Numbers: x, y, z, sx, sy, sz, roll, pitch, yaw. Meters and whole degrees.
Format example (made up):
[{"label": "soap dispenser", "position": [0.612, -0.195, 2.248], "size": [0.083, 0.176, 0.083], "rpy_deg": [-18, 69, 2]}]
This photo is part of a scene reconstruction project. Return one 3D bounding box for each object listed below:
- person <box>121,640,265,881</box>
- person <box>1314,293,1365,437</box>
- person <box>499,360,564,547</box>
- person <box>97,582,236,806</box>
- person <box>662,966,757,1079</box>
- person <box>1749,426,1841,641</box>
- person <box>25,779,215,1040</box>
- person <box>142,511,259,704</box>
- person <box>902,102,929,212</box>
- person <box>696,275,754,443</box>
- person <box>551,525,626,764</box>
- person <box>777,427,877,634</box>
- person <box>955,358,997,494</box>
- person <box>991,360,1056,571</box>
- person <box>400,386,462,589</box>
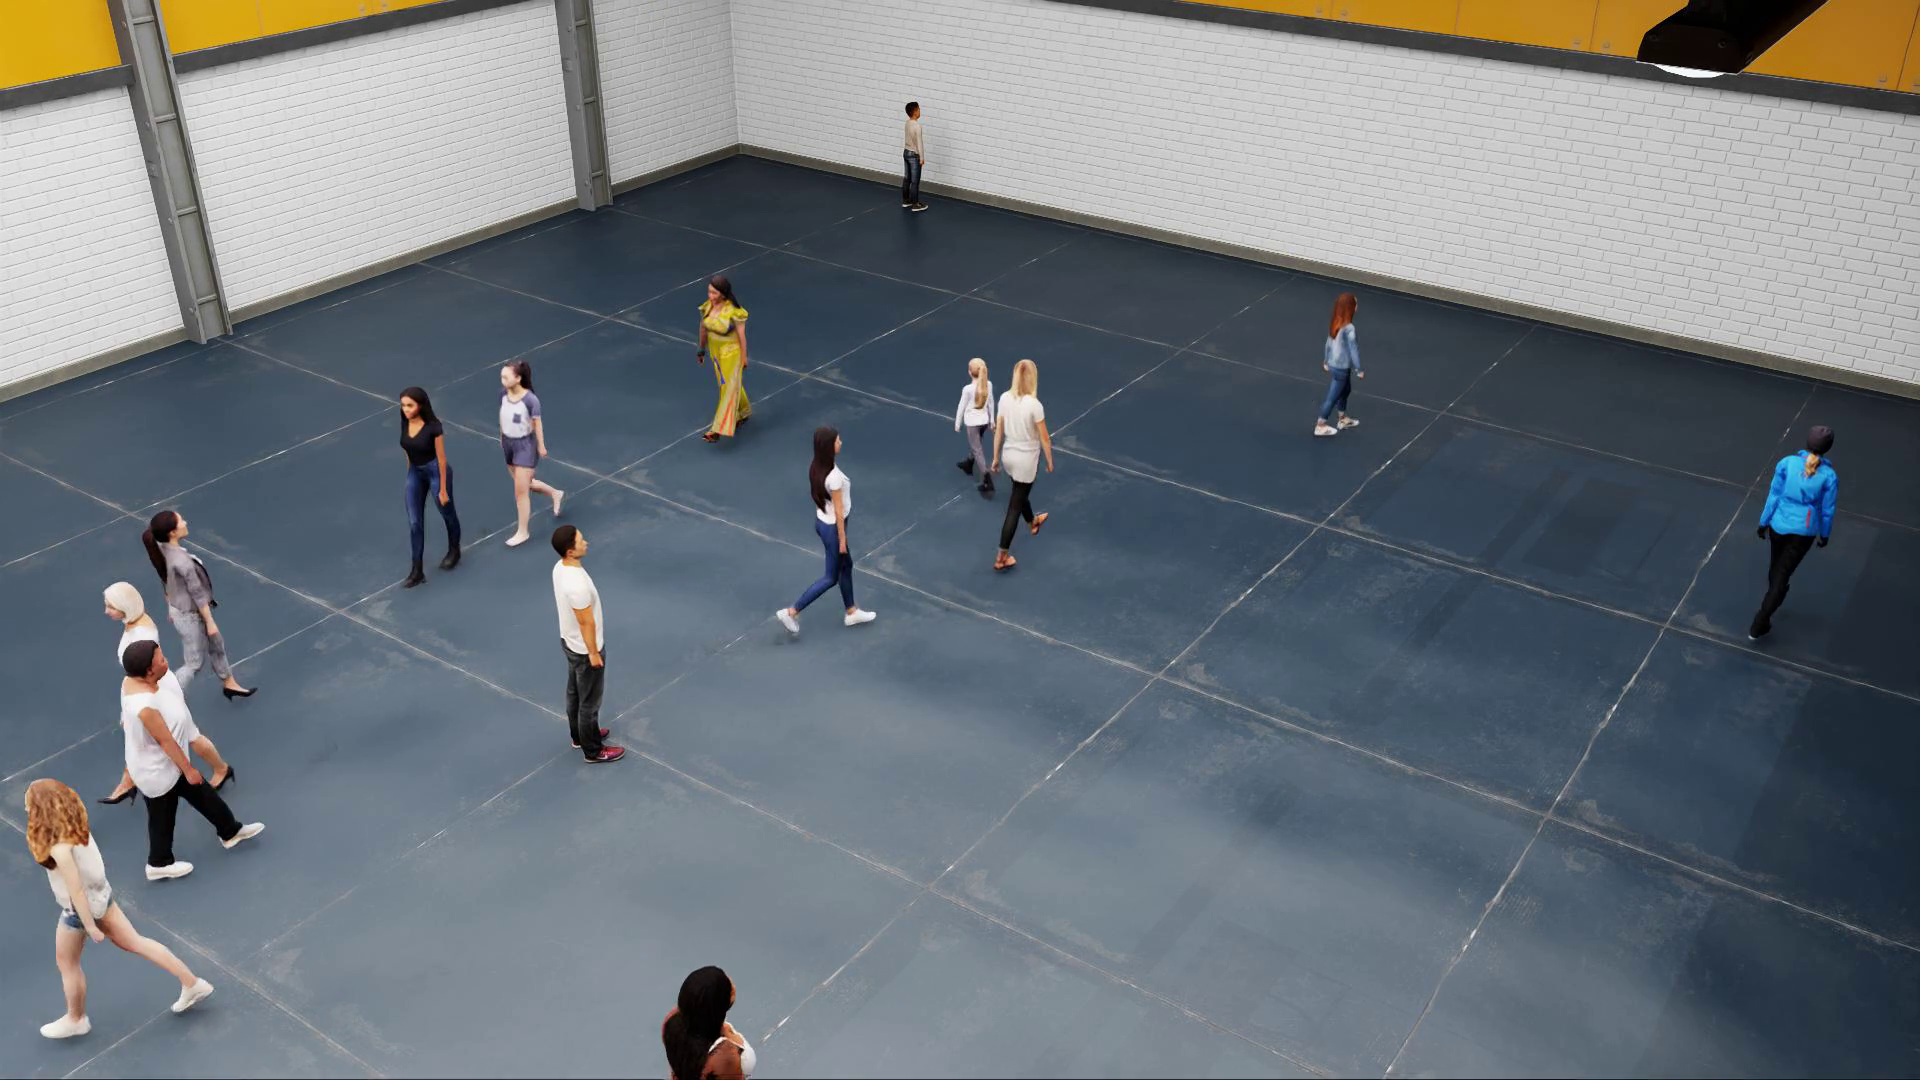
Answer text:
[{"label": "person", "position": [-5.041, 1.404, 10.363], "size": [1.088, 1.659, 0.955], "rpy_deg": [-11, 31, -20]}, {"label": "person", "position": [3.644, -1.687, 16.238], "size": [0.855, 1.460, 0.795], "rpy_deg": [-4, 29, -8]}, {"label": "person", "position": [-3.746, -0.804, 14.448], "size": [0.629, 1.624, 0.983], "rpy_deg": [20, 34, 32]}, {"label": "person", "position": [-5.219, 1.022, 11.024], "size": [1.128, 1.697, 0.793], "rpy_deg": [-18, 34, -30]}, {"label": "person", "position": [-1.235, 2.757, 7.753], "size": [1.071, 1.784, 0.838], "rpy_deg": [-21, 35, -33]}, {"label": "person", "position": [6.397, -0.016, 12.860], "size": [0.779, 1.762, 1.123], "rpy_deg": [26, 38, 38]}, {"label": "person", "position": [-4.692, 2.017, 9.179], "size": [1.154, 1.717, 1.084], "rpy_deg": [-5, 29, -9]}, {"label": "person", "position": [-5.557, 0.593, 11.859], "size": [0.743, 1.652, 1.100], "rpy_deg": [25, 38, 38]}, {"label": "person", "position": [-0.652, -5.263, 22.794], "size": [0.594, 1.460, 0.598], "rpy_deg": [-18, 33, -29]}, {"label": "person", "position": [-2.242, -1.827, 16.332], "size": [0.806, 1.616, 1.157], "rpy_deg": [16, 32, 26]}, {"label": "person", "position": [-2.630, 0.705, 11.493], "size": [0.708, 1.804, 0.717], "rpy_deg": [-14, 32, -24]}, {"label": "person", "position": [-1.079, -0.033, 12.905], "size": [1.136, 1.748, 0.970], "rpy_deg": [-11, 30, -19]}, {"label": "person", "position": [0.188, -1.030, 15.256], "size": [0.922, 1.247, 0.771], "rpy_deg": [-18, 33, -30]}, {"label": "person", "position": [0.461, -0.586, 13.891], "size": [0.619, 1.775, 1.155], "rpy_deg": [18, 34, 30]}, {"label": "person", "position": [-4.356, -0.519, 13.834], "size": [0.810, 1.711, 1.066], "rpy_deg": [8, 30, 14]}]
